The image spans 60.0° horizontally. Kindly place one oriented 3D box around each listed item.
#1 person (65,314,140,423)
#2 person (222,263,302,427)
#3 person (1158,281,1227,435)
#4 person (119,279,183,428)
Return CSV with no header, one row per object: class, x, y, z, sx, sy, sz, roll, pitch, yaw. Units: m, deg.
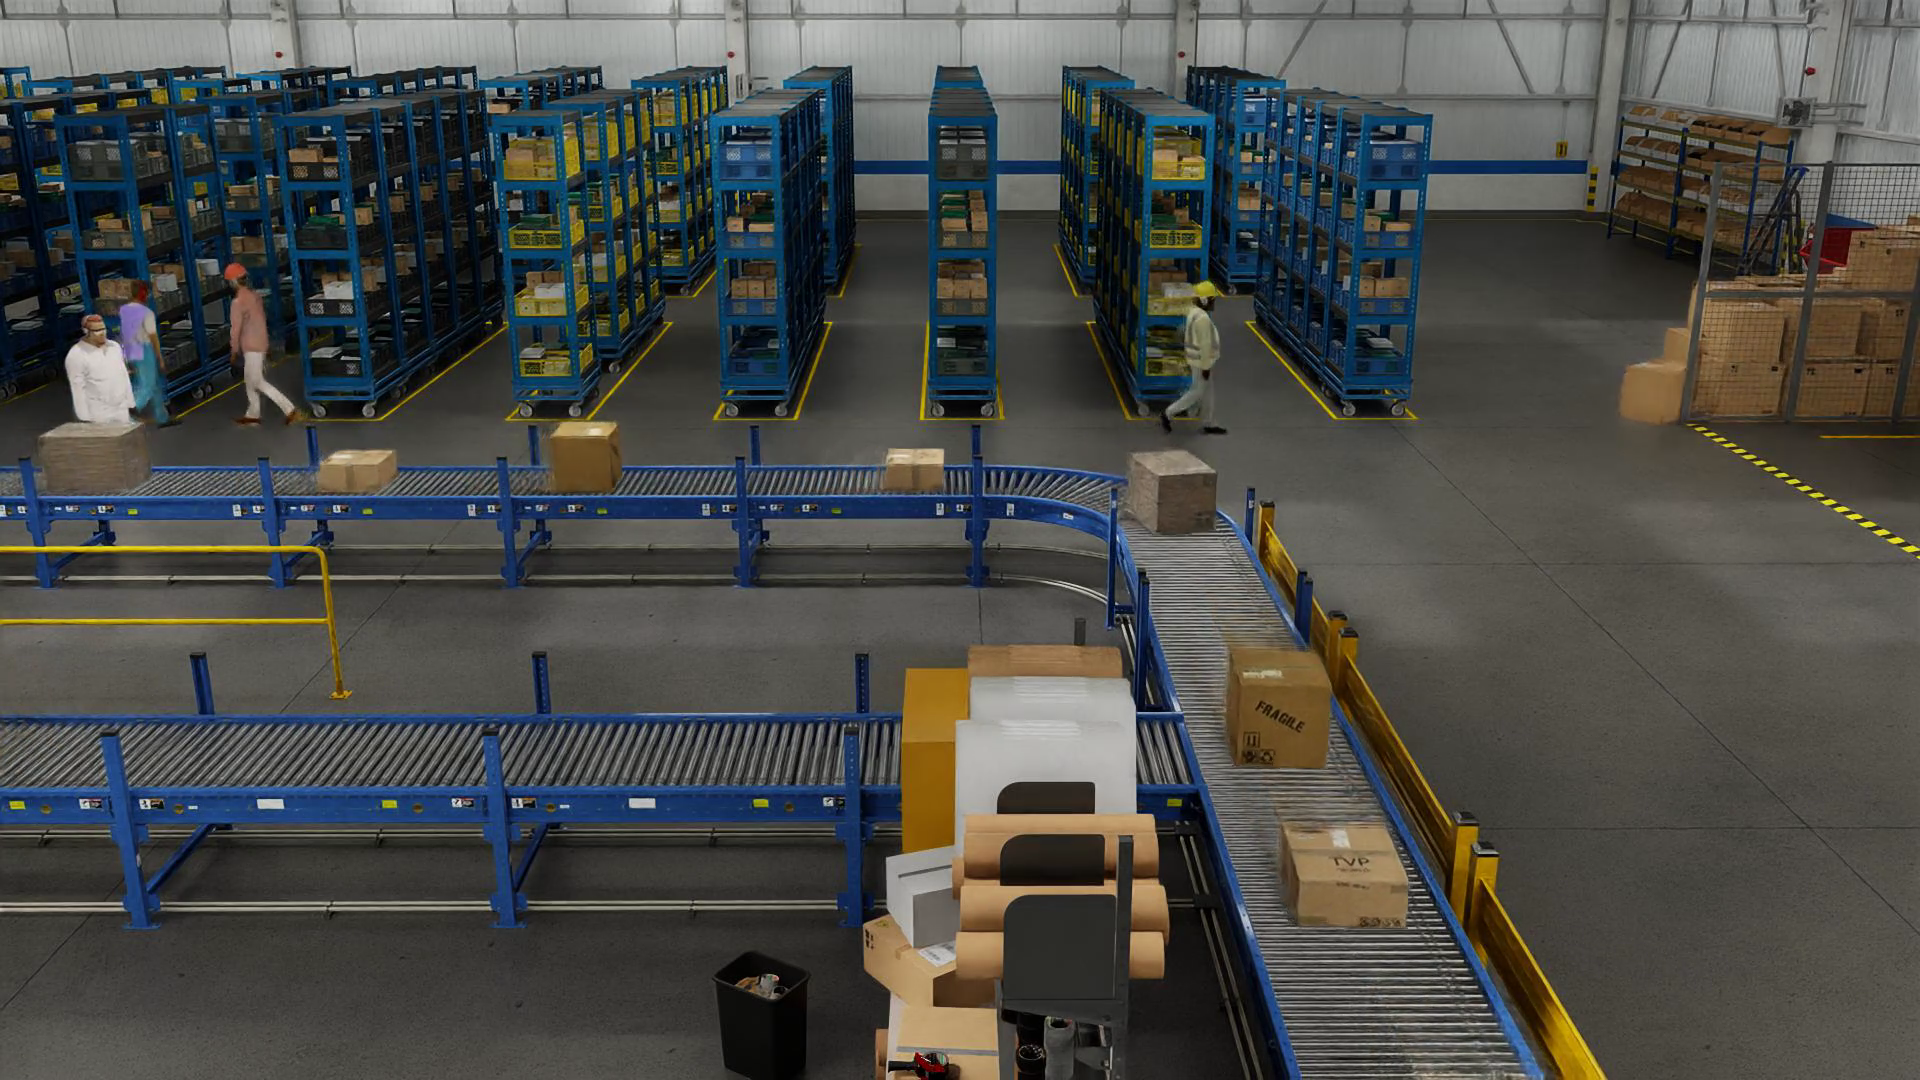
person,-8.519,-1.312,16.613,0.401,1.904,0.645,6,19,17
person,-8.183,-2.257,19.437,0.827,1.958,0.621,-1,18,-2
person,2.707,-2.075,19.103,0.753,1.814,0.598,1,18,4
person,-9.470,-2.095,19.192,0.566,1.805,0.833,13,22,34
